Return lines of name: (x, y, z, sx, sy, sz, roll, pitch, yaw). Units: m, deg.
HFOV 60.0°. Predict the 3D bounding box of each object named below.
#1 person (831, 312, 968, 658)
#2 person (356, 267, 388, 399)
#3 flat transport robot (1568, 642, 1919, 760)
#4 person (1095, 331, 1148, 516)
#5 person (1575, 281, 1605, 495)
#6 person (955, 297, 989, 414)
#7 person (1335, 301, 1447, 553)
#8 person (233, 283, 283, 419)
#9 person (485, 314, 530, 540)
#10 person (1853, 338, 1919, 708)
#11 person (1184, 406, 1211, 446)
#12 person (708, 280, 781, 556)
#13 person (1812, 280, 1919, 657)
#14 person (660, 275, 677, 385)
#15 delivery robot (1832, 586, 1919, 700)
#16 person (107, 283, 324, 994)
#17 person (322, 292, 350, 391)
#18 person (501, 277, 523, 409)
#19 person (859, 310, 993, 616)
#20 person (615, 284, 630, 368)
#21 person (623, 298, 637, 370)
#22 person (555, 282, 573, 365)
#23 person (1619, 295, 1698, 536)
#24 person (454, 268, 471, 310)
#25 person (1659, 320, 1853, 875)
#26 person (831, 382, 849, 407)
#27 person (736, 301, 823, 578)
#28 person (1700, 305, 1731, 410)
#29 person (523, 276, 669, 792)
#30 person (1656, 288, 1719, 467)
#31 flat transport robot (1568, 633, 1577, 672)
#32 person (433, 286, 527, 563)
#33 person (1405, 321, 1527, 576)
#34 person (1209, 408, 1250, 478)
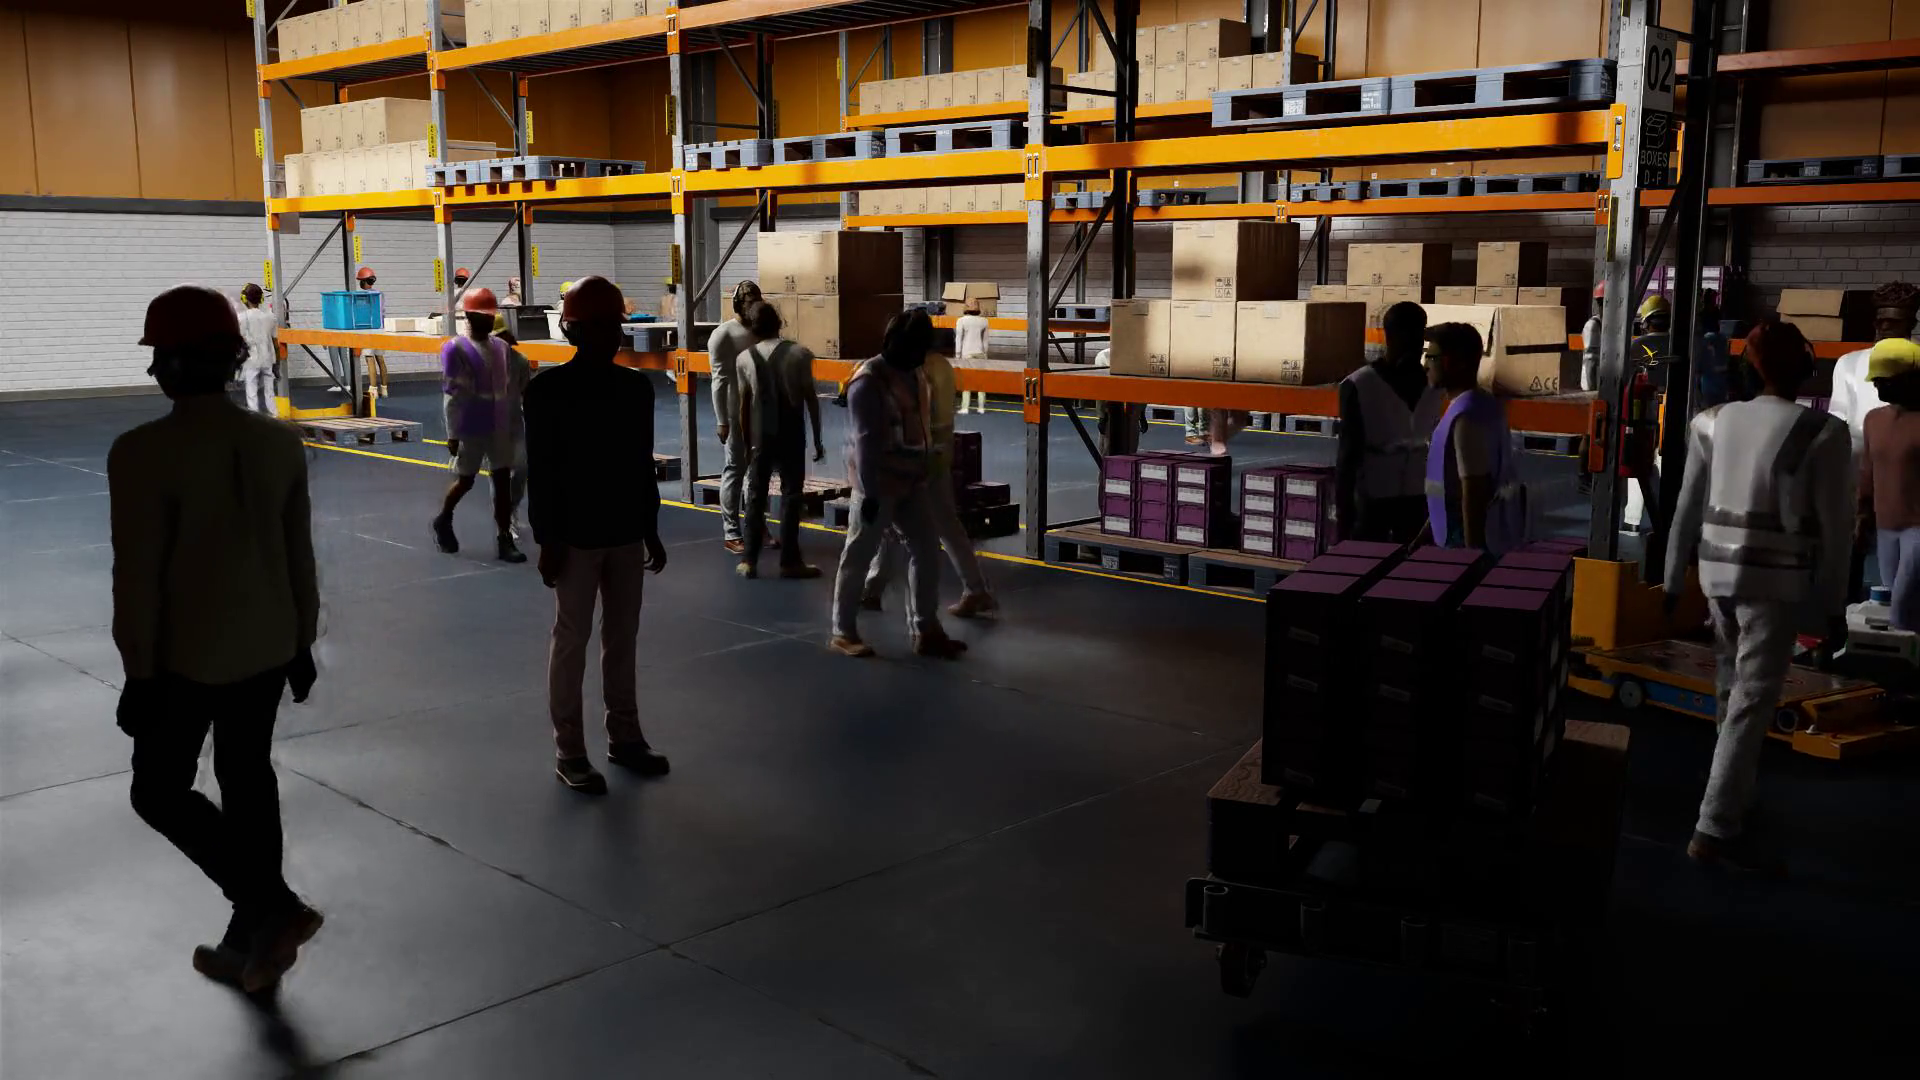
person: (-0.306, -0.271, 8.618, 0.838, 1.791, 0.735, 5, 11, 28)
person: (-9.205, -3.220, 25.944, 0.382, 2.045, 0.605, 3, 10, 20)
flat transport robot: (3.496, 0.678, 7.469, 0.652, 0.197, 1.431, -5, 11, -28)
person: (1.301, -0.981, 13.451, 0.514, 1.641, 0.308, -6, 11, -34)
person: (5.772, -1.368, 14.911, 0.376, 1.933, 0.558, 8, 12, 39)
person: (0.171, -2.573, 23.272, 0.497, 1.626, 0.284, -4, 10, -24)
person: (2.017, -0.206, 7.997, 0.601, 1.881, 0.879, -4, 10, -22)
person: (-7.707, -1.874, 18.233, 0.314, 1.866, 0.535, 9, 13, 43)
person: (-3.406, -0.850, 12.429, 0.528, 1.708, 0.349, -7, 11, -36)
person: (4.344, -0.051, 7.499, 0.722, 1.724, 0.578, -2, 10, -14)
person: (2.819, -2.056, 19.132, 0.635, 1.936, 0.354, -9, 13, -42)
person: (-1.503, -0.868, 11.843, 0.364, 1.939, 0.636, 7, 12, 36)
person: (4.696, -0.327, 8.444, 0.613, 1.963, 0.362, 9, 13, 44)
person: (-4.951, -3.626, 28.827, 0.624, 1.909, 0.414, 9, 13, 44)
delivery robot: (4.235, 0.458, 7.662, 0.477, 0.478, 0.707, 6, 11, 30)
person: (-1.989, 0.297, 4.552, 0.536, 1.983, 0.629, 4, 10, 25)
person: (-10.331, -3.273, 27.529, 0.285, 1.631, 0.501, 5, 10, 26)
person: (-6.096, -2.666, 22.978, 0.403, 1.904, 0.651, 1, 9, 3)
person: (-0.226, -0.439, 9.676, 0.979, 1.795, 0.642, 5, 11, 28)
person: (-6.013, -3.591, 29.078, 0.533, 1.765, 0.322, -2, 9, -10)
person: (-4.731, -2.607, 23.511, 0.523, 1.613, 0.505, -8, 12, -42)
person: (-6.028, -3.044, 25.542, 0.404, 1.823, 0.591, -2, 9, -10)
person: (5.242, -0.931, 12.586, 0.588, 1.823, 0.403, 1, 9, 3)
person: (-8.054, -3.388, 26.992, 0.643, 2.039, 0.403, -3, 10, -16)
person: (2.771, 0.171, 5.769, 0.685, 1.857, 0.628, -5, 10, -28)
person: (-1.546, -2.874, 24.240, 0.576, 1.901, 0.876, -8, 13, -42)
person: (-1.216, -0.633, 10.817, 0.629, 1.812, 0.369, 3, 10, 17)
person: (7.215, -1.439, 16.096, 0.560, 1.692, 0.364, -7, 11, -36)
person: (-1.416, -0.031, 6.545, 0.381, 1.994, 0.613, 7, 12, 38)
person: (6.880, -1.435, 15.607, 0.388, 1.843, 0.546, 5, 10, 27)
flat transport robot: (2.476, 0.536, 8.337, 1.431, 0.197, 0.652, -1, 9, -8)
person: (-3.389, -0.809, 11.593, 0.884, 1.914, 0.560, 8, 12, 40)
person: (1.912, 0.037, 6.696, 0.876, 1.802, 0.559, 5, 10, 27)
person: (2.577, -1.569, 16.274, 0.647, 1.897, 0.598, -3, 10, -18)
